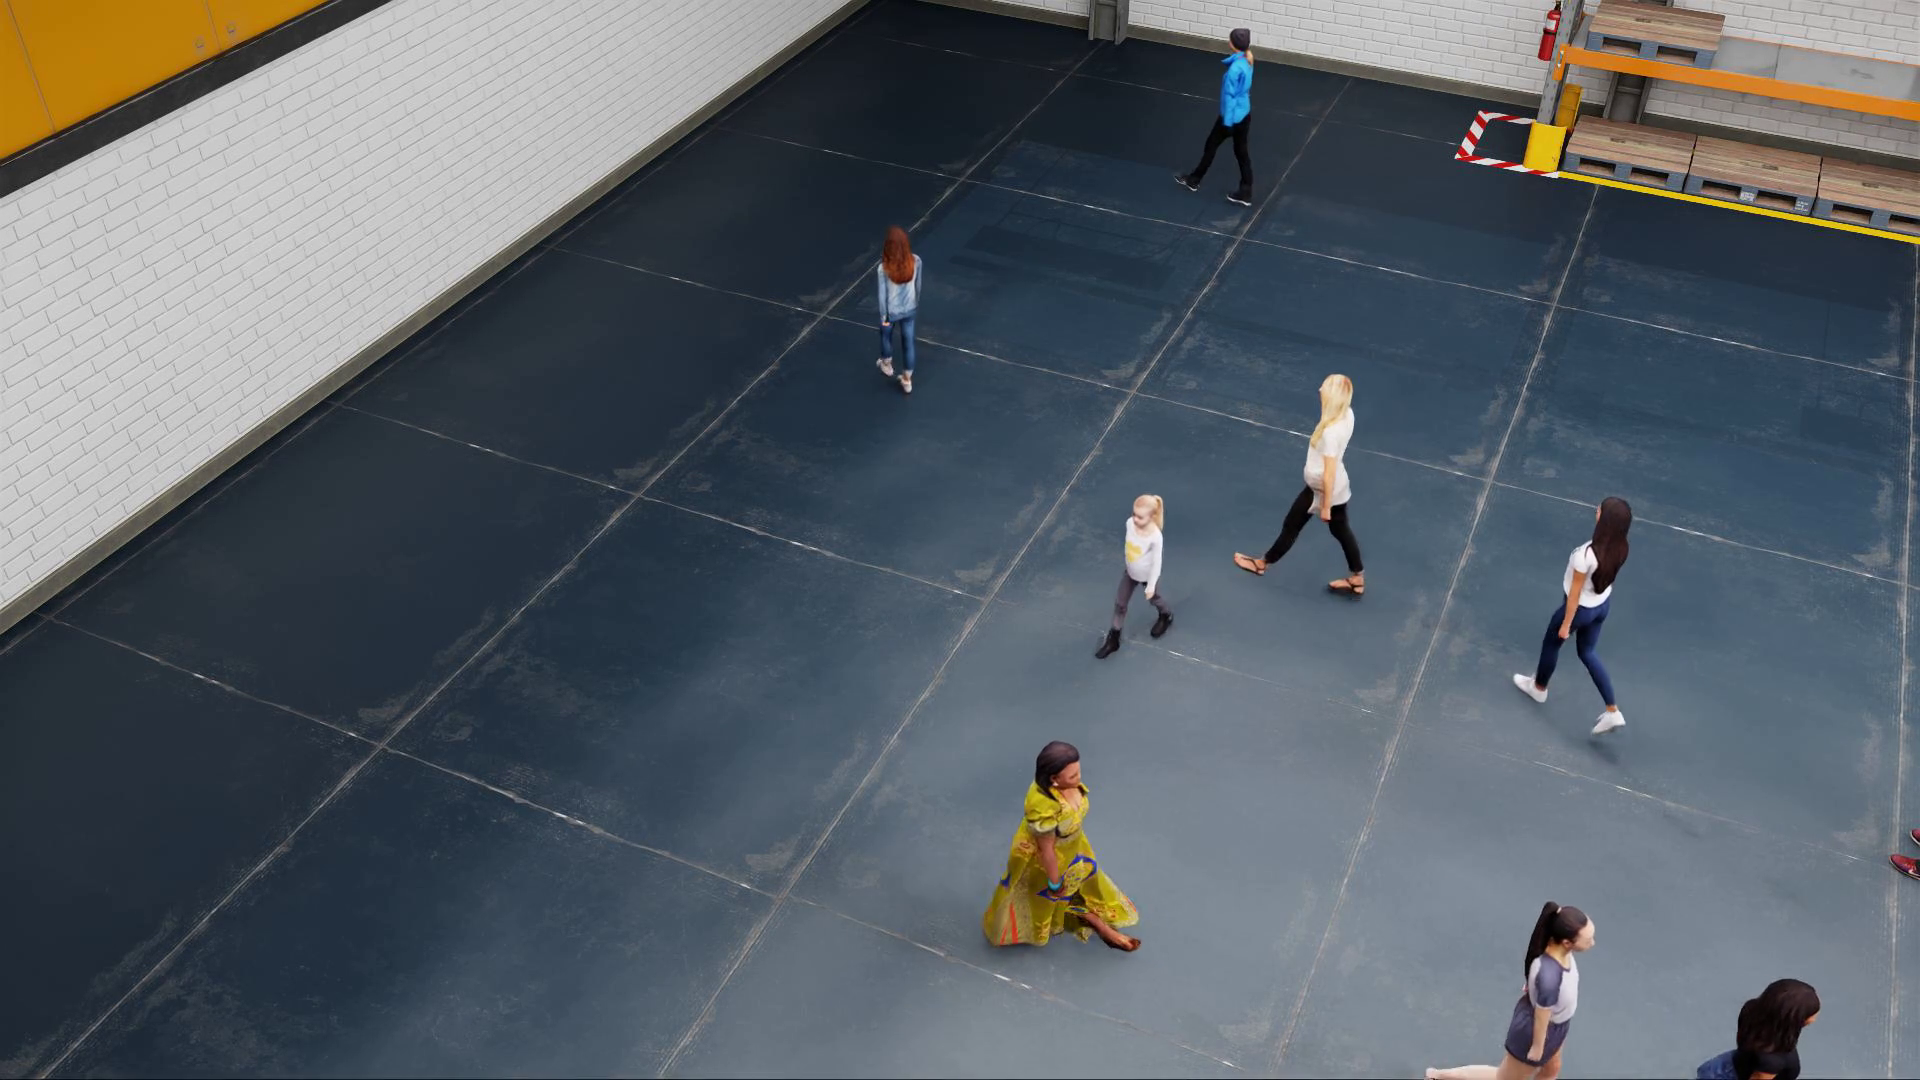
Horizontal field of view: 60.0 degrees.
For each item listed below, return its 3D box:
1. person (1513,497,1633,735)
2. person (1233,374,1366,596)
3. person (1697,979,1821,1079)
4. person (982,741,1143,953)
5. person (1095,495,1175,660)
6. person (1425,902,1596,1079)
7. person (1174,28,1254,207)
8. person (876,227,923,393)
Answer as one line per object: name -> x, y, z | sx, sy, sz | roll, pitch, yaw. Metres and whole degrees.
person -> 4.012, 0.512, 10.514 | 0.970, 1.748, 1.136 | -21, 43, -24
person -> 2.632, -0.323, 11.537 | 1.155, 1.775, 0.619 | 16, 41, 19
person -> 3.548, 2.654, 7.861 | 1.066, 1.711, 0.810 | 4, 39, 5
person -> 0.405, 1.697, 9.135 | 1.157, 1.616, 0.806 | 13, 40, 16
person -> 1.290, 0.204, 11.300 | 0.771, 1.247, 0.922 | -31, 48, -33
person -> 2.777, 2.386, 8.266 | 0.983, 1.624, 0.629 | 18, 42, 21
person -> 2.761, -4.093, 16.269 | 1.123, 1.762, 0.779 | 24, 44, 27
person -> -0.469, -1.876, 13.734 | 0.795, 1.460, 0.855 | -12, 40, -15
